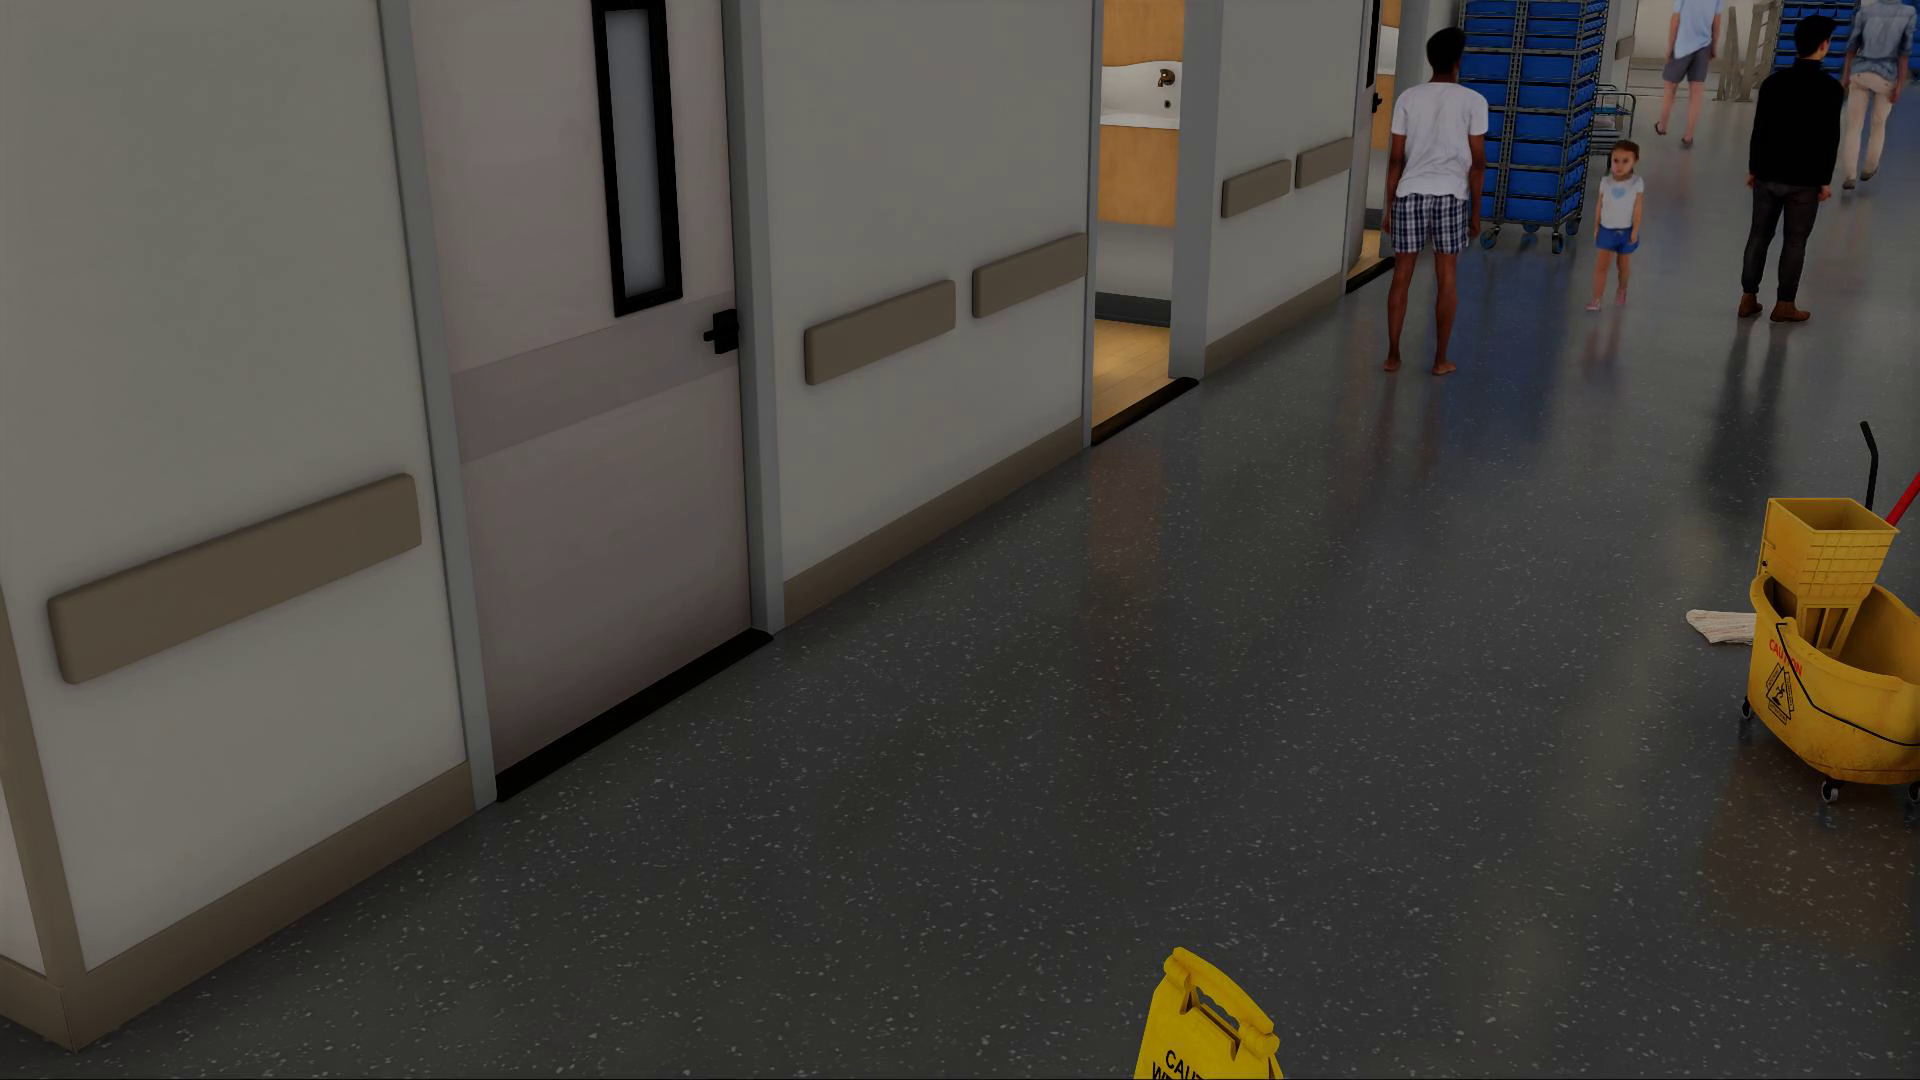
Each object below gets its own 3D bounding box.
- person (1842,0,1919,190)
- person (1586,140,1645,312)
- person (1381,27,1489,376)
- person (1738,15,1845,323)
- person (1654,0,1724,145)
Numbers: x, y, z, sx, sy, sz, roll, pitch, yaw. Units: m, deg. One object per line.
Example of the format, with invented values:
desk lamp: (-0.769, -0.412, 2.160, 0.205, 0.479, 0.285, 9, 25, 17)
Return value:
person: (7.659, -3.830, 13.983, 0.669, 1.798, 1.180, 12, 24, 29)
person: (3.945, -1.867, 9.923, 0.420, 1.002, 0.699, 12, 24, 29)
person: (2.403, -1.716, 8.495, 0.663, 1.730, 0.553, 9, 23, 23)
person: (4.803, -2.139, 9.623, 0.690, 1.723, 0.721, -14, 25, -33)
person: (7.425, -4.918, 16.858, 0.902, 1.796, 1.183, 4, 21, 11)
